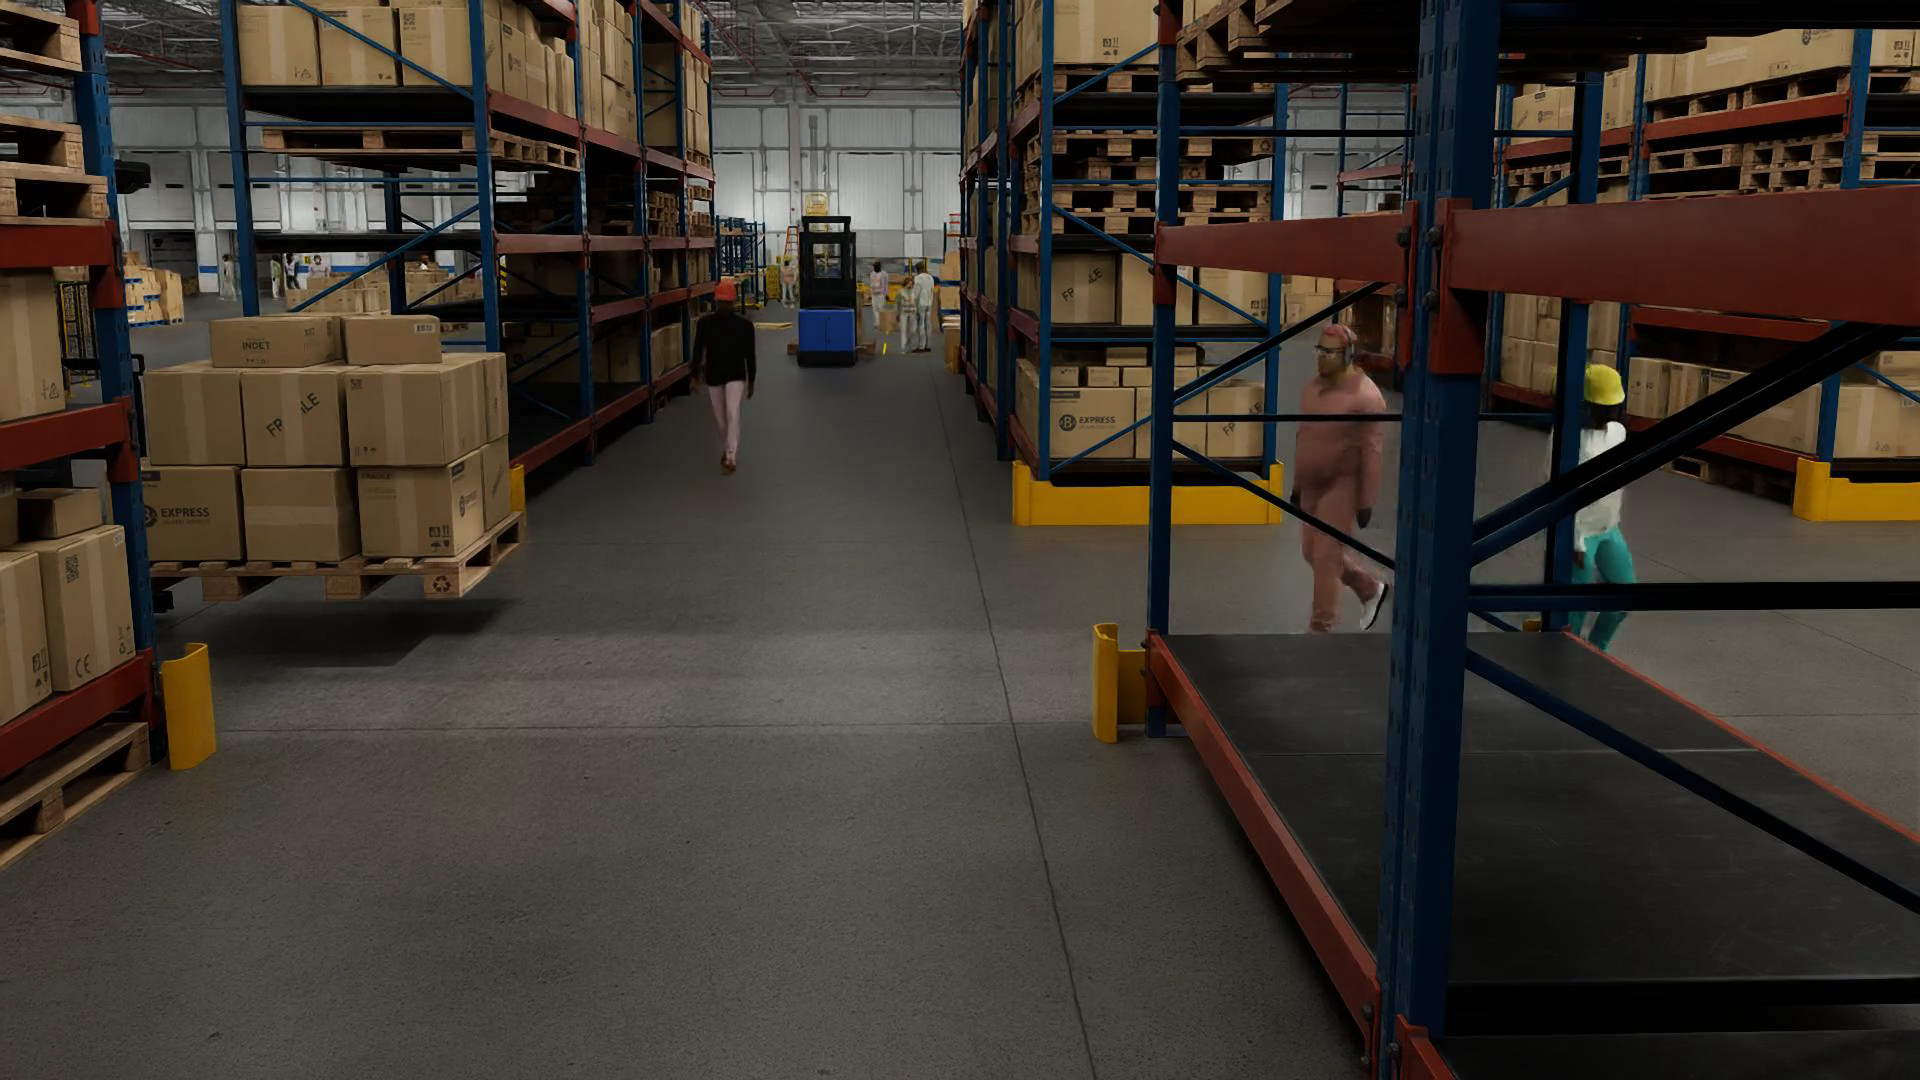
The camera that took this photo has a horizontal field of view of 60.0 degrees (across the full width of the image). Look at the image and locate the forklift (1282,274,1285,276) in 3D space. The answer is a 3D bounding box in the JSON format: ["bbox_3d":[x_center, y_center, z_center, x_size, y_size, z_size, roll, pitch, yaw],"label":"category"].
[{"bbox_3d":[12.243,-10.301,62.507,1.129,2.768,1.873,0,10,-2],"label":"forklift"}]

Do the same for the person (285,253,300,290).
[{"bbox_3d":[-27.173,-10.718,67.618,0.706,1.873,0.685,4,11,20],"label":"person"}]

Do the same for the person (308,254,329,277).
[{"bbox_3d":[-20.444,-8.139,53.088,0.629,1.940,0.376,-4,11,-20],"label":"person"}]

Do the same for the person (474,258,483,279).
[{"bbox_3d":[-16.790,-9.122,58.622,0.582,1.918,0.388,-6,12,-30],"label":"person"}]

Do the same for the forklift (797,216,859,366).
[{"bbox_3d":[-2.521,-4.754,31.604,1.129,2.768,1.873,0,10,-2],"label":"forklift"}]

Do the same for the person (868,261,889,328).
[{"bbox_3d":[-2.211,-6.624,44.976,0.663,1.819,0.439,7,13,36],"label":"person"}]

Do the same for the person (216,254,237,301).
[{"bbox_3d":[-29.099,-10.384,65.907,0.932,1.830,0.518,3,11,15],"label":"person"}]

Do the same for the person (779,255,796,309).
[{"bbox_3d":[-6.042,-9.071,58.451,0.595,1.888,0.925,1,10,8],"label":"person"}]

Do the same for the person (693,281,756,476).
[{"bbox_3d":[-2.395,-1.675,17.041,0.620,1.961,0.954,1,10,6],"label":"person"}]

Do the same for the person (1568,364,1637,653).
[{"bbox_3d":[3.218,-0.024,8.420,0.542,1.732,0.451,-7,13,-36],"label":"person"}]

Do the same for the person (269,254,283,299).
[{"bbox_3d":[-27.806,-10.703,67.643,0.430,1.845,0.624,0,10,-1],"label":"person"}]

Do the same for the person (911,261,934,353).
[{"bbox_3d":[-0.806,-4.914,35.133,0.373,1.936,0.629,8,13,37],"label":"person"}]

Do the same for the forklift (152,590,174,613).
[{"bbox_3d":[-5.858,-0.811,9.639,1.873,2.768,1.129,-1,10,-3],"label":"forklift"}]

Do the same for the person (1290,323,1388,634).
[{"bbox_3d":[2.202,-0.305,9.581,0.727,1.889,0.646,-4,11,-23],"label":"person"}]

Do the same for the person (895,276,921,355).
[{"bbox_3d":[-1.104,-4.672,34.644,0.591,1.622,0.438,-4,11,-23],"label":"person"}]

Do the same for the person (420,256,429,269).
[{"bbox_3d":[-17.813,-8.527,55.398,0.346,1.882,0.578,-3,11,-15],"label":"person"}]
